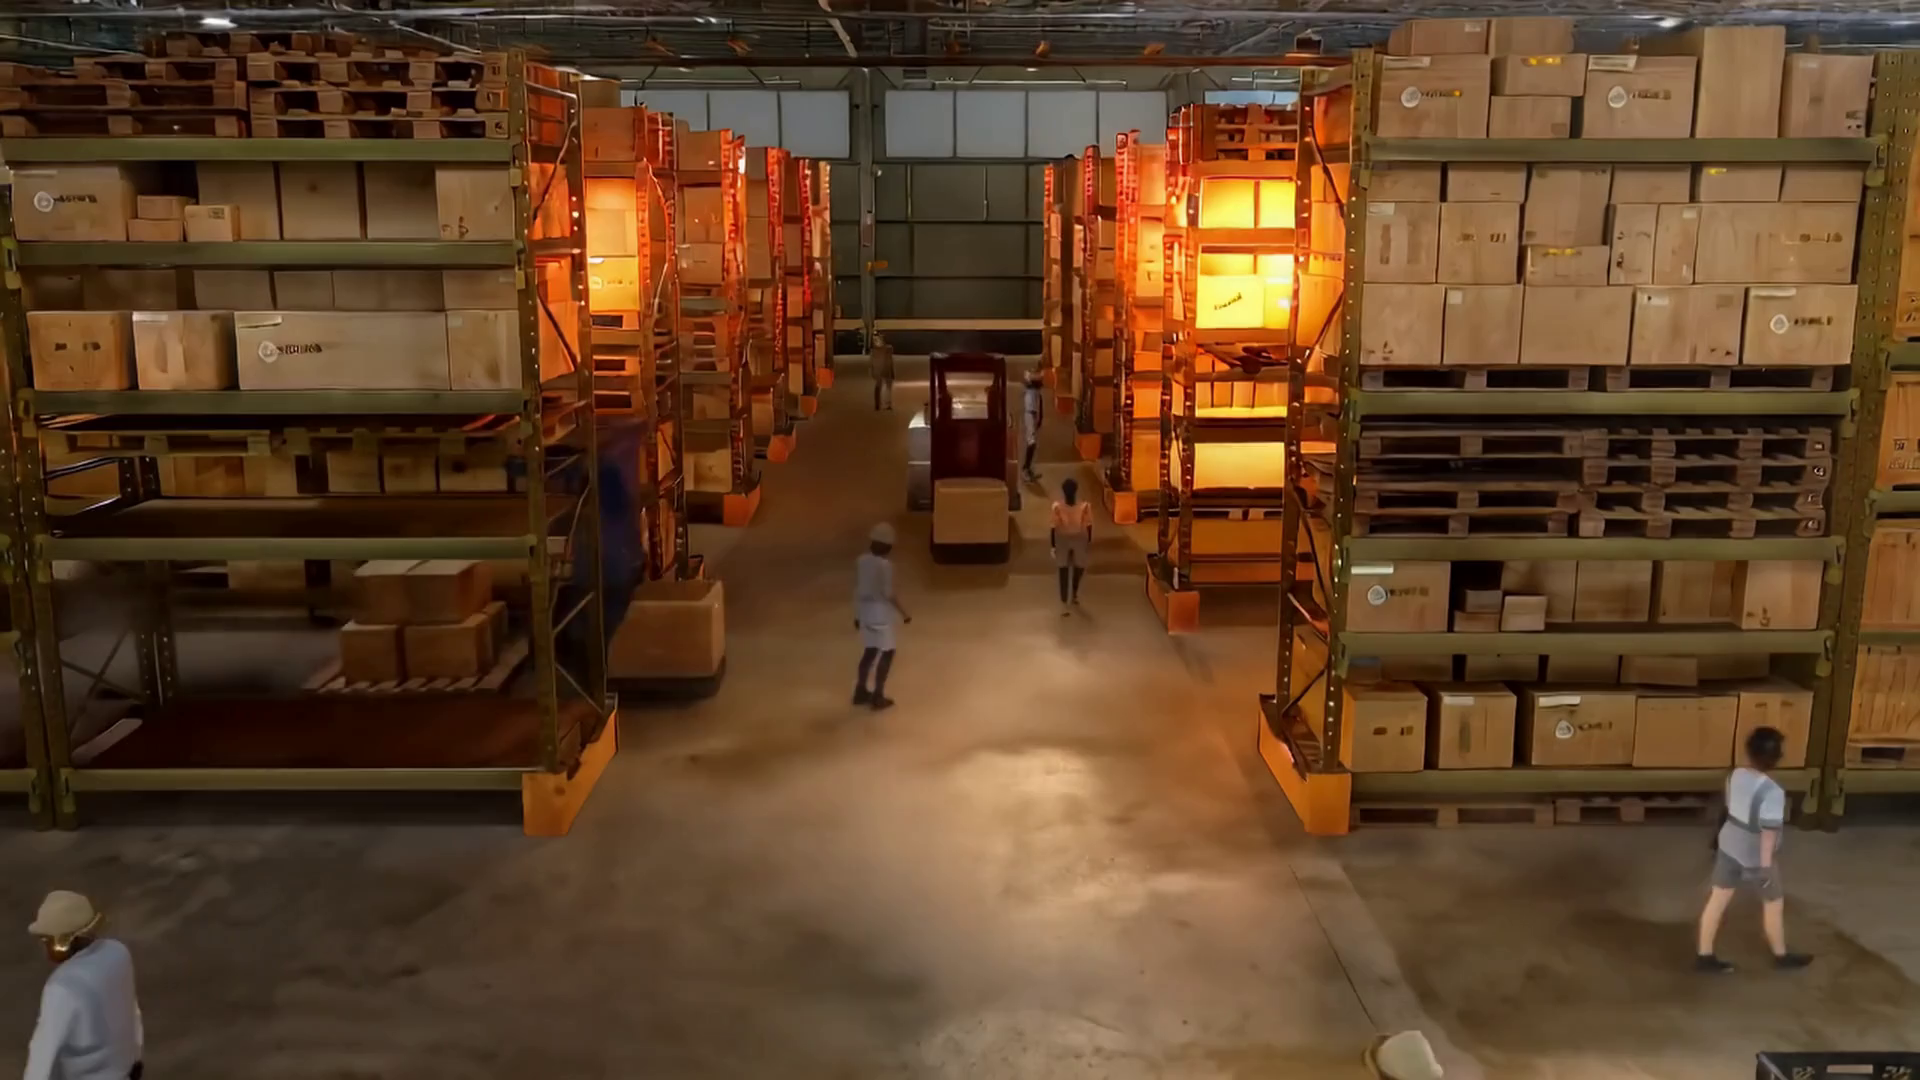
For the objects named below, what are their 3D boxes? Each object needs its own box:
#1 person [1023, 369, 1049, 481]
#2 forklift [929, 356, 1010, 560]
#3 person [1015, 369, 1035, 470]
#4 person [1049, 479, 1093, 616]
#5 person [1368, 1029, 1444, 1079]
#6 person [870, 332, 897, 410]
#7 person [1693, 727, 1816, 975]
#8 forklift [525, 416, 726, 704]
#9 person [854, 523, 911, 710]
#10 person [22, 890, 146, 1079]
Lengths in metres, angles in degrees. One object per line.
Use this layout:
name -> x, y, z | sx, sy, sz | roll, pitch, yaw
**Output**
person -> 1.380, -2.096, 30.236 | 0.450, 2.030, 0.621 | 1, 11, 6
forklift -> 0.132, -1.220, 23.747 | 1.129, 2.768, 1.873 | 0, 11, -2
person -> 1.252, -2.290, 31.481 | 0.402, 1.904, 0.652 | -1, 11, -4
person -> 1.350, 0.053, 20.441 | 0.537, 1.674, 0.686 | 0, 11, -2
person -> 1.689, 2.785, 6.707 | 0.457, 1.754, 0.530 | 1, 11, 4
person -> -1.846, -4.124, 40.566 | 0.652, 1.905, 0.402 | 2, 12, 11
person -> 5.176, 2.009, 10.736 | 0.848, 1.658, 0.545 | -2, 12, -11
forklift -> -3.392, 0.179, 16.812 | 1.873, 2.768, 1.129 | 0, 11, -1
person -> -0.773, 0.755, 16.425 | 0.517, 1.895, 0.565 | -5, 12, -23
person -> -4.228, 2.521, 7.921 | 0.938, 1.777, 0.588 | -1, 11, -6
